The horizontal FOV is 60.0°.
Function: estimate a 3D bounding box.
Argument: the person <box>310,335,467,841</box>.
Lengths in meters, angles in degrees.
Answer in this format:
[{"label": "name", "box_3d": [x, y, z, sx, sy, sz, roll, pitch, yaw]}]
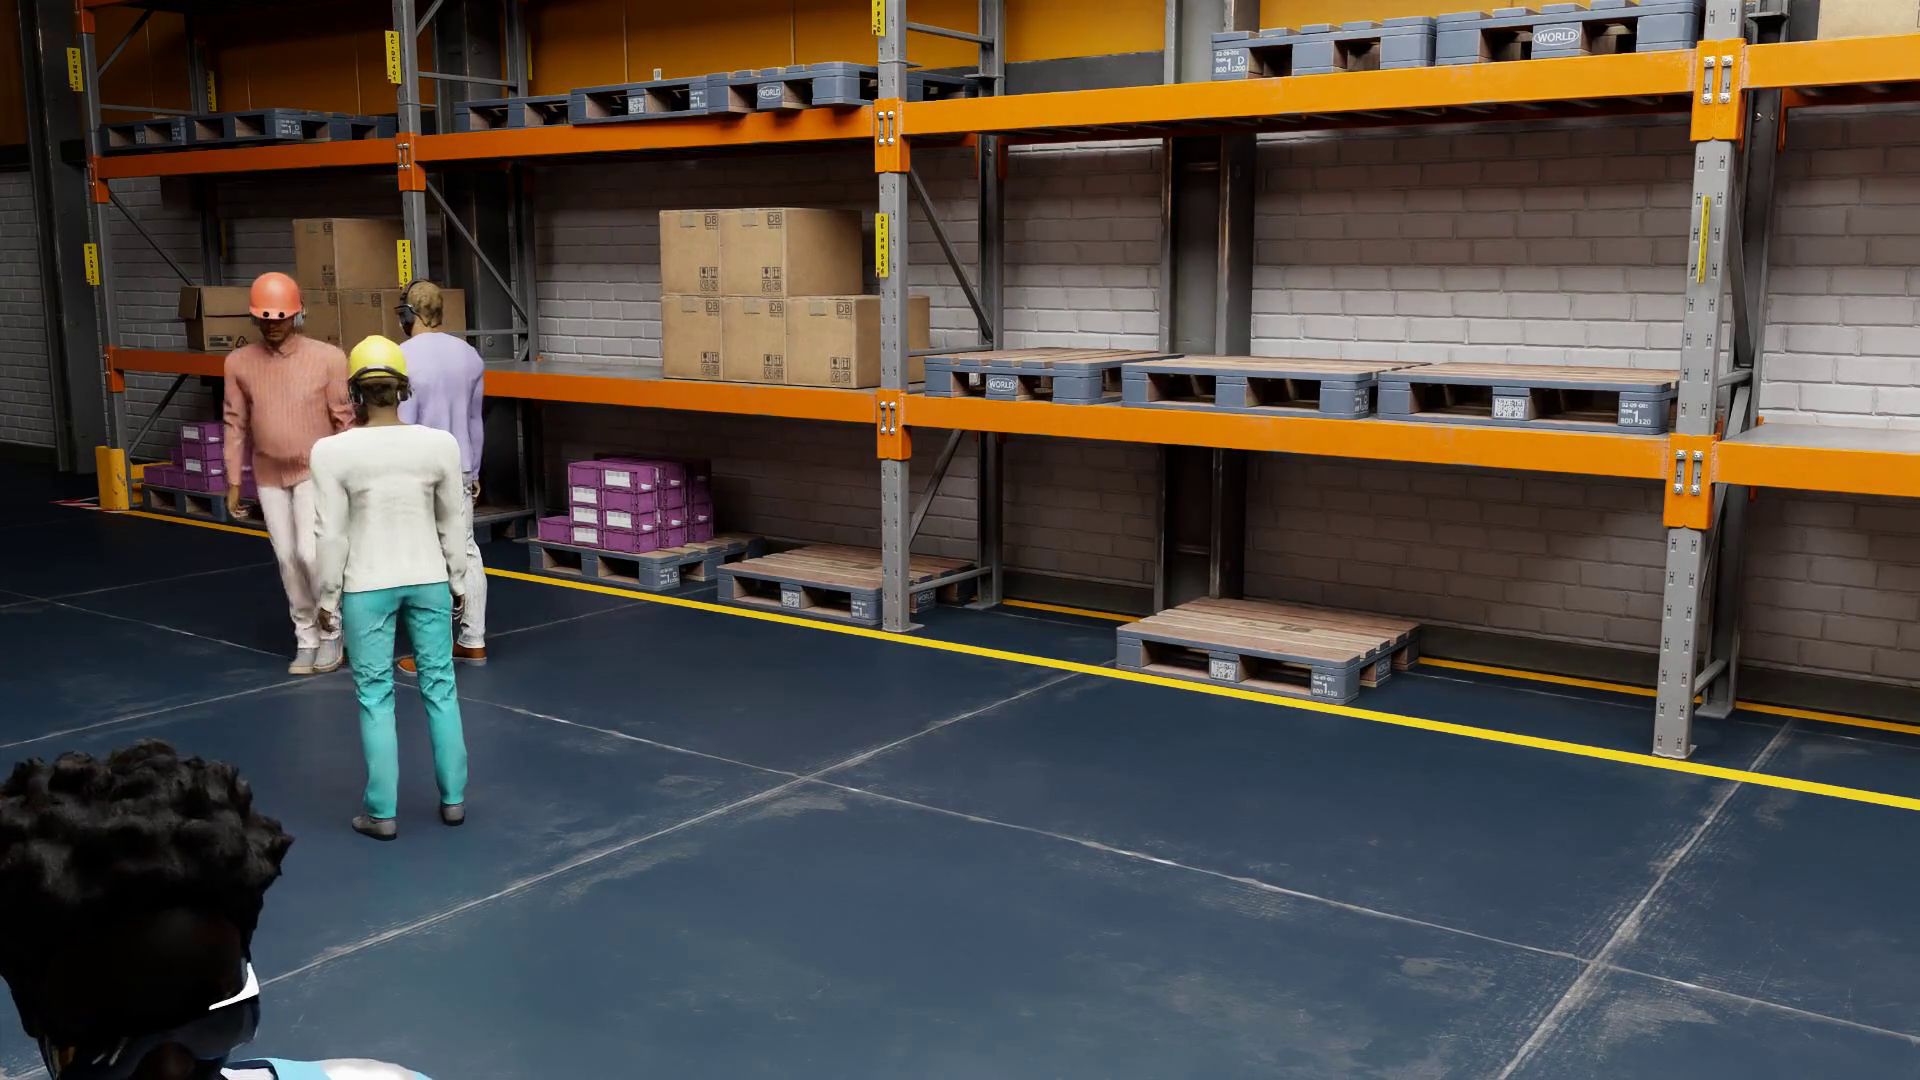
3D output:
[{"label": "person", "box_3d": [-2.001, 0.168, 5.863, 0.531, 1.765, 0.327, -7, 12, -35]}]

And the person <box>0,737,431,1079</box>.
[{"label": "person", "box_3d": [-0.598, 0.972, 1.282, 0.532, 1.695, 0.319, -8, 12, -39]}]

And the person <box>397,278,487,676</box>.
[{"label": "person", "box_3d": [-2.565, -0.299, 8.120, 0.352, 1.937, 0.635, 4, 11, 25]}]

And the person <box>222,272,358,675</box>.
[{"label": "person", "box_3d": [-3.235, -0.301, 8.041, 0.668, 1.963, 0.484, 0, 10, 1]}]
